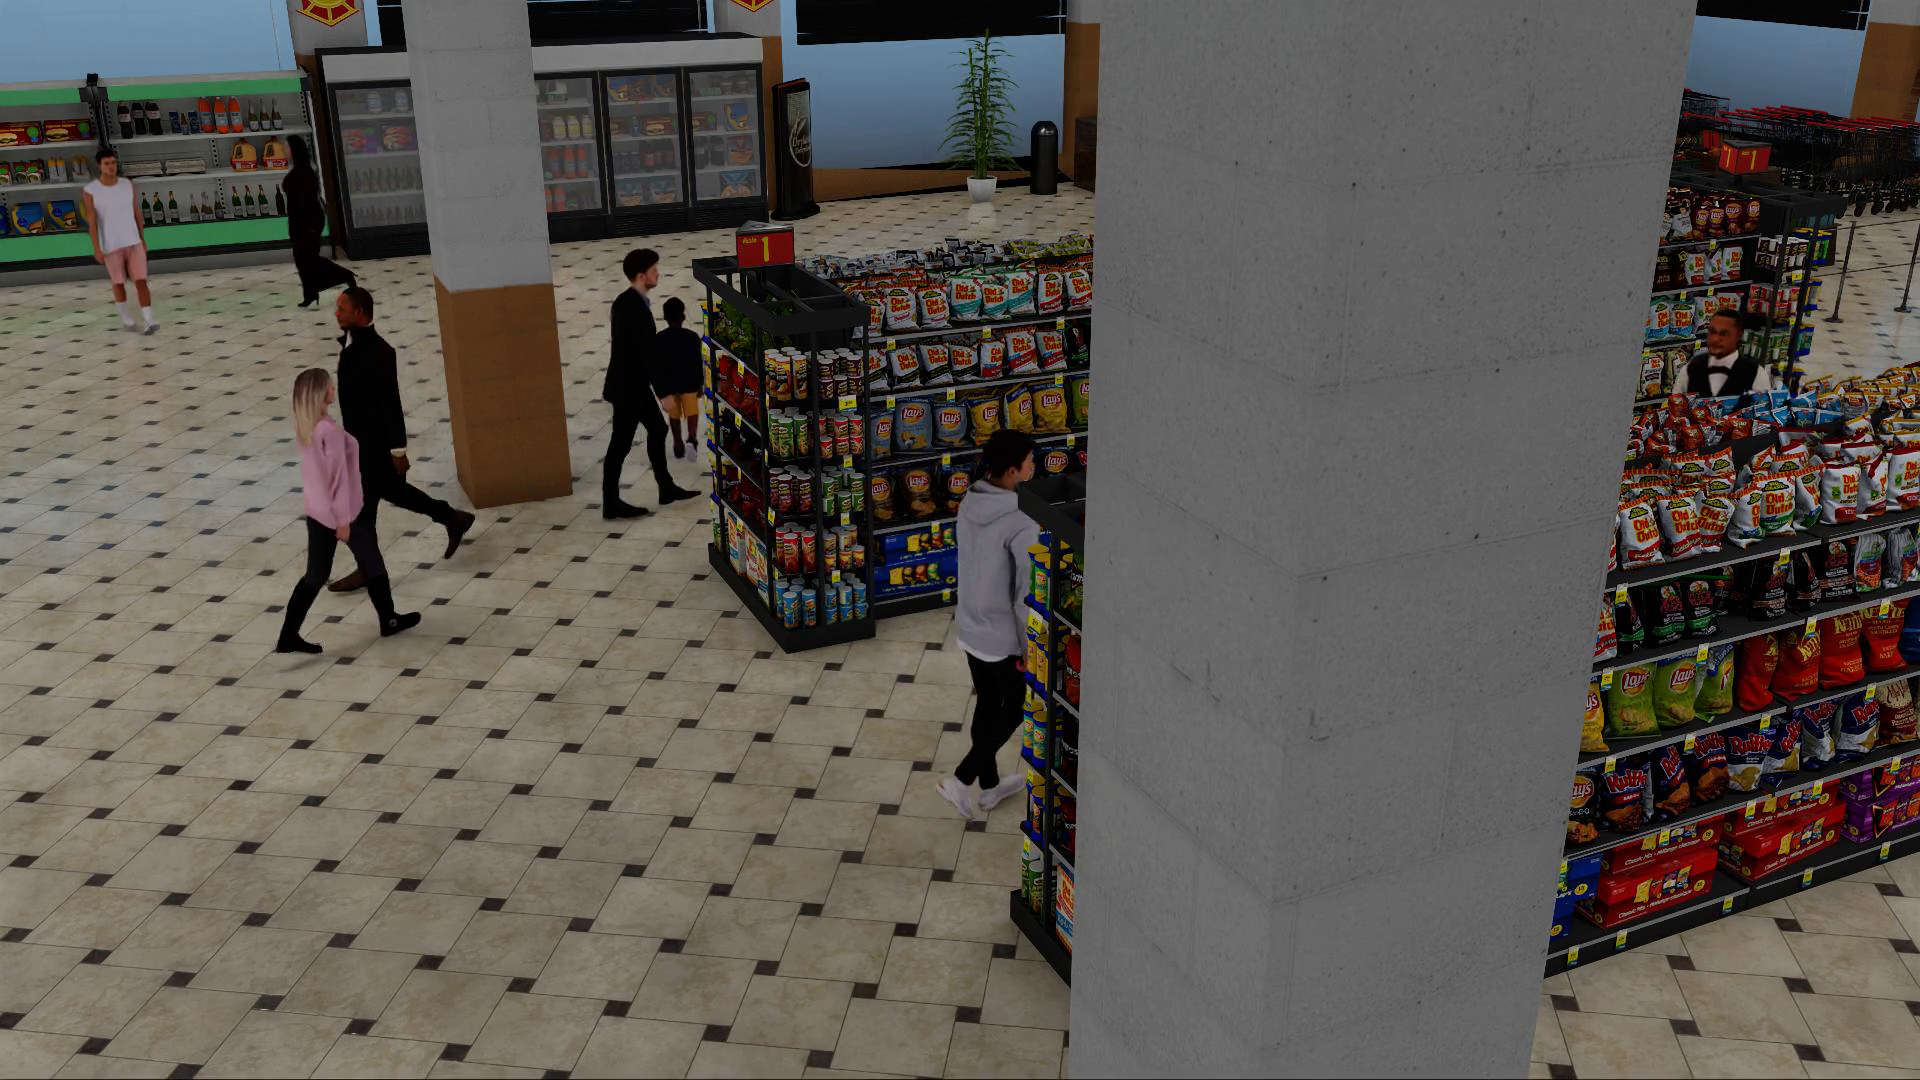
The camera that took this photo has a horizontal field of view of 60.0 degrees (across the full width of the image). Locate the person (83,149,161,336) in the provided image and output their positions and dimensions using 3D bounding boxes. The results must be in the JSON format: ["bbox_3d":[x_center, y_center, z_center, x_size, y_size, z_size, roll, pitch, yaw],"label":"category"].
[{"bbox_3d":[-8.078,-2.840,15.963,1.122,1.736,0.899,-16,27,-35],"label":"person"}]

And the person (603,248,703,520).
[{"bbox_3d":[-2.316,-1.022,11.283,1.005,1.852,0.824,-4,22,-10],"label":"person"}]

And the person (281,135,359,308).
[{"bbox_3d":[-6.551,-3.229,16.918,0.826,1.746,0.649,-9,24,-22],"label":"person"}]

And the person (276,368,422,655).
[{"bbox_3d":[-3.584,-0.113,9.290,0.903,1.651,1.174,18,28,38],"label":"person"}]

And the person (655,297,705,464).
[{"bbox_3d":[-2.099,-1.173,12.451,0.713,1.261,0.673,-4,22,-11],"label":"person"}]

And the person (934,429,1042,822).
[{"bbox_3d":[0.090,0.438,7.566,1.020,1.914,0.871,-20,29,-40],"label":"person"}]

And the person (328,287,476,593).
[{"bbox_3d":[-3.522,-0.635,10.286,1.225,1.878,0.762,-13,25,-29],"label":"person"}]

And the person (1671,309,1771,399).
[{"bbox_3d":[4.456,-0.447,9.789,0.876,1.899,0.889,20,29,40],"label":"person"}]
